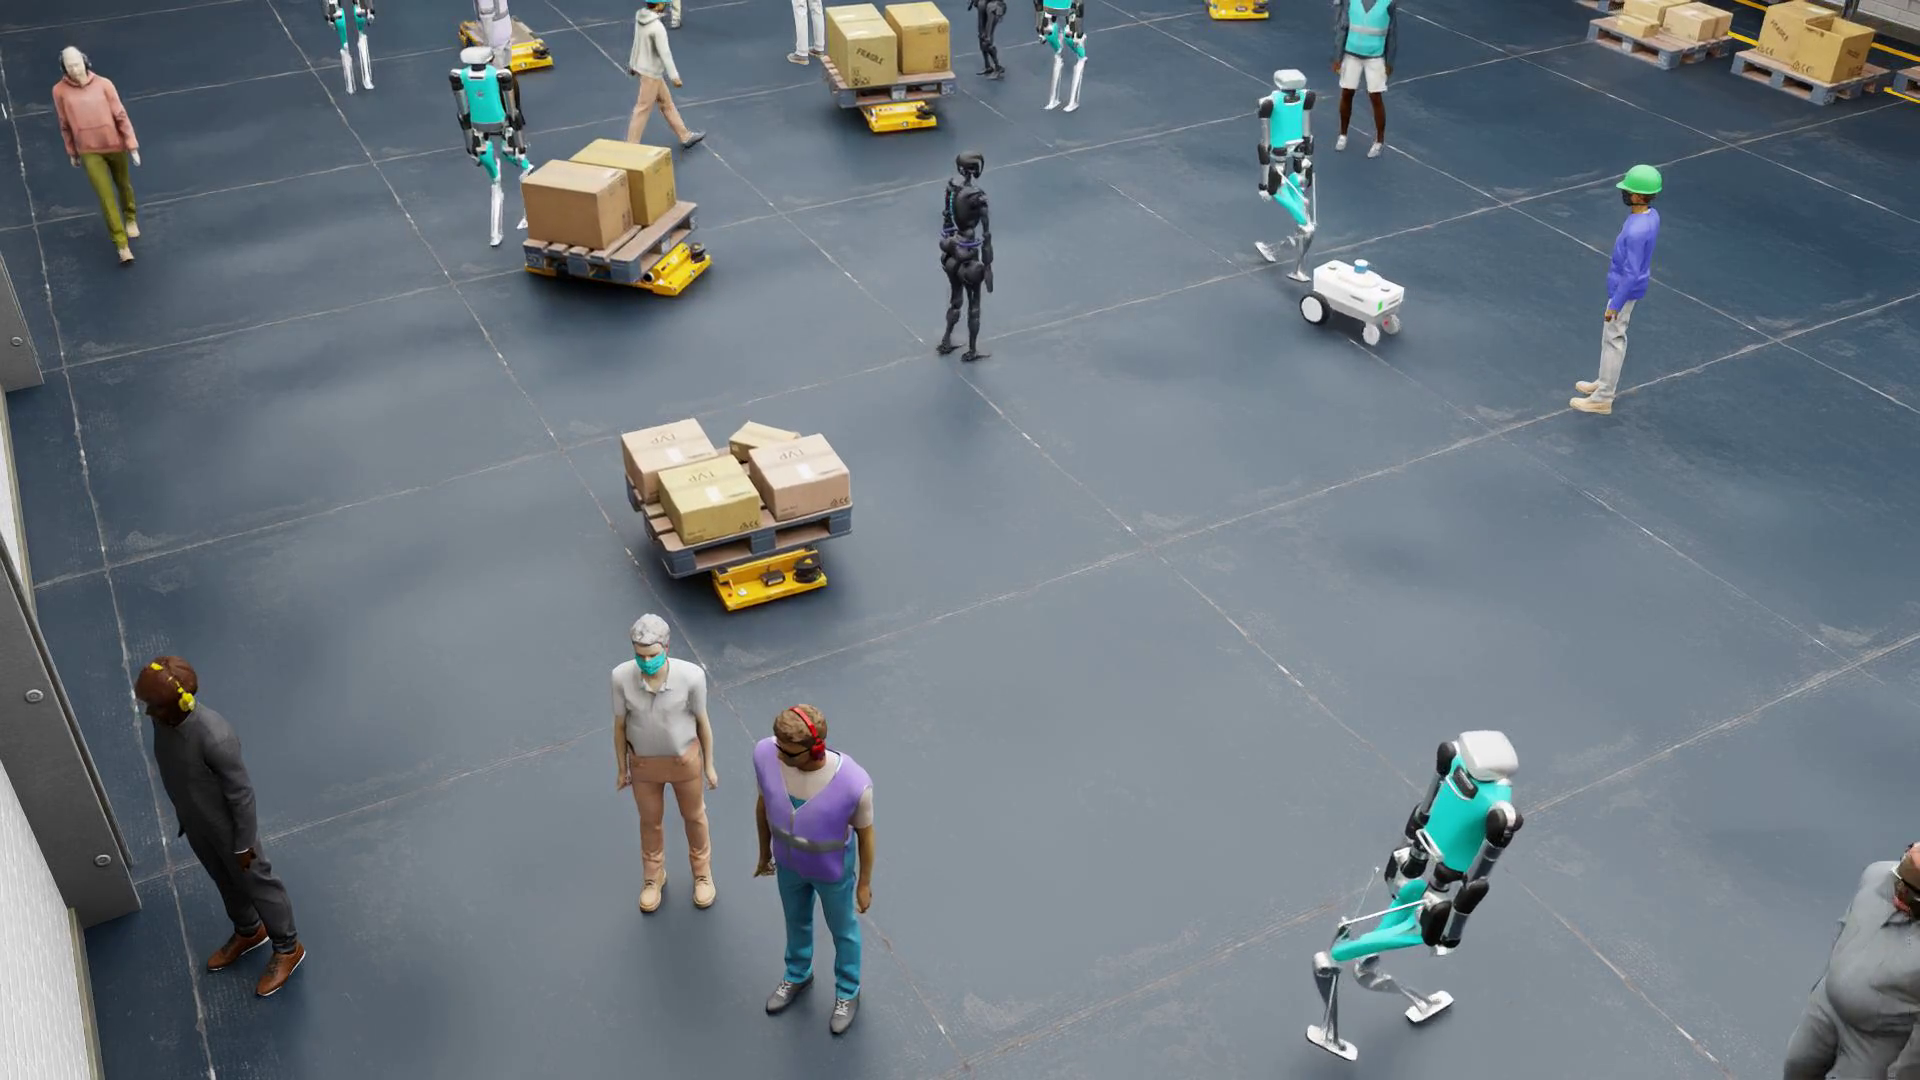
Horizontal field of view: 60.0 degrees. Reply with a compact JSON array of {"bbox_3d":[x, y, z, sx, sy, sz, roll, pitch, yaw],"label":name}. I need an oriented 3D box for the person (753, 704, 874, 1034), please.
[{"bbox_3d":[-0.628,1.418,7.323,0.563,1.839,0.393,15,38,20],"label":"person"}]

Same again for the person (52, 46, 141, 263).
[{"bbox_3d":[-7.267,-3.308,14.116,0.550,1.783,0.956,-16,38,-21],"label":"person"}]

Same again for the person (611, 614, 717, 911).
[{"bbox_3d":[-1.403,1.059,7.915,0.481,1.748,0.320,-2,35,-2],"label":"person"}]

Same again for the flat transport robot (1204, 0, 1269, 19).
[{"bbox_3d":[3.281,-6.617,20.164,0.659,0.231,1.431,-2,35,-3],"label":"flat transport robot"}]

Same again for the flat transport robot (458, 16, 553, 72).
[{"bbox_3d":[-5.120,-5.569,18.667,0.659,0.231,1.431,-18,39,-24],"label":"flat transport robot"}]

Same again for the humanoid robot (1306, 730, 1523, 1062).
[{"bbox_3d":[1.818,1.599,7.206,1.008,1.748,0.530,-9,36,-12],"label":"humanoid robot"}]

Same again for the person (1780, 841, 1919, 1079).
[{"bbox_3d":[3.661,1.887,6.614,0.672,1.885,0.649,-6,35,-9],"label":"person"}]

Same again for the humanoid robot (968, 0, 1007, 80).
[{"bbox_3d":[0.299,-5.776,17.726,0.360,1.650,0.590,-25,42,-31],"label":"humanoid robot"}]

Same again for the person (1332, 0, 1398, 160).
[{"bbox_3d":[3.900,-4.657,15.941,0.604,1.901,0.460,17,38,23],"label":"person"}]

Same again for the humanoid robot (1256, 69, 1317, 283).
[{"bbox_3d":[2.780,-2.883,13.580,0.532,1.735,1.021,-17,38,-22],"label":"humanoid robot"}]

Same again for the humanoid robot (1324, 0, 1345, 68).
[{"bbox_3d":[4.196,-6.006,18.060,0.326,1.649,0.589,11,36,15],"label":"humanoid robot"}]

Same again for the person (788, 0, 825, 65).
[{"bbox_3d":[-1.700,-6.142,18.077,0.582,1.884,0.351,-29,44,-35],"label":"person"}]

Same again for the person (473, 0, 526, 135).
[{"bbox_3d":[-4.600,-4.949,16.339,0.390,1.929,0.546,1,35,1],"label":"person"}]

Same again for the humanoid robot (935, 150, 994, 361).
[{"bbox_3d":[0.023,-2.133,12.550,0.372,1.668,0.610,-22,41,-29],"label":"humanoid robot"}]

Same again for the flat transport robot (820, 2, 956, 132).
[{"bbox_3d":[-0.747,-4.596,17.278,0.659,0.231,1.431,-9,36,-13],"label":"flat transport robot"}]

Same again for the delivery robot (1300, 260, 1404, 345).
[{"bbox_3d":[3.136,-1.936,13.247,0.499,0.613,0.811,-27,43,-33],"label":"delivery robot"}]

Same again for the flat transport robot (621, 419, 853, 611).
[{"bbox_3d":[-1.426,-0.066,10.809,0.659,0.231,1.431,-15,38,-20],"label":"flat transport robot"}]

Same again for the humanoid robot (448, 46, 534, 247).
[{"bbox_3d":[-3.971,-3.477,14.415,0.534,1.770,0.865,2,35,2],"label":"humanoid robot"}]

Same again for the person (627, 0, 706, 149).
[{"bbox_3d":[-2.900,-4.458,15.894,0.892,1.619,0.503,-15,38,-21],"label":"person"}]

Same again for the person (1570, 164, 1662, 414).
[{"bbox_3d":[4.698,-1.781,11.864,0.361,1.870,0.468,17,38,23],"label":"person"}]

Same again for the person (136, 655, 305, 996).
[{"bbox_3d":[-3.350,1.276,7.496,0.494,1.875,0.356,18,39,24],"label":"person"}]

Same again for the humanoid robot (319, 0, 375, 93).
[{"bbox_3d":[-6.402,-5.521,17.378,0.546,1.864,0.671,-13,37,-18],"label":"humanoid robot"}]

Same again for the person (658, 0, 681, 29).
[{"bbox_3d":[-3.464,-6.813,19.096,0.638,1.824,0.465,8,36,11],"label":"person"}]

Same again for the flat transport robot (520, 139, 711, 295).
[{"bbox_3d":[-2.912,-2.388,14.125,1.431,0.231,0.659,11,37,15],"label":"flat transport robot"}]

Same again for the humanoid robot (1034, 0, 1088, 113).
[{"bbox_3d":[1.077,-5.236,16.875,0.530,1.744,0.728,16,38,22],"label":"humanoid robot"}]
